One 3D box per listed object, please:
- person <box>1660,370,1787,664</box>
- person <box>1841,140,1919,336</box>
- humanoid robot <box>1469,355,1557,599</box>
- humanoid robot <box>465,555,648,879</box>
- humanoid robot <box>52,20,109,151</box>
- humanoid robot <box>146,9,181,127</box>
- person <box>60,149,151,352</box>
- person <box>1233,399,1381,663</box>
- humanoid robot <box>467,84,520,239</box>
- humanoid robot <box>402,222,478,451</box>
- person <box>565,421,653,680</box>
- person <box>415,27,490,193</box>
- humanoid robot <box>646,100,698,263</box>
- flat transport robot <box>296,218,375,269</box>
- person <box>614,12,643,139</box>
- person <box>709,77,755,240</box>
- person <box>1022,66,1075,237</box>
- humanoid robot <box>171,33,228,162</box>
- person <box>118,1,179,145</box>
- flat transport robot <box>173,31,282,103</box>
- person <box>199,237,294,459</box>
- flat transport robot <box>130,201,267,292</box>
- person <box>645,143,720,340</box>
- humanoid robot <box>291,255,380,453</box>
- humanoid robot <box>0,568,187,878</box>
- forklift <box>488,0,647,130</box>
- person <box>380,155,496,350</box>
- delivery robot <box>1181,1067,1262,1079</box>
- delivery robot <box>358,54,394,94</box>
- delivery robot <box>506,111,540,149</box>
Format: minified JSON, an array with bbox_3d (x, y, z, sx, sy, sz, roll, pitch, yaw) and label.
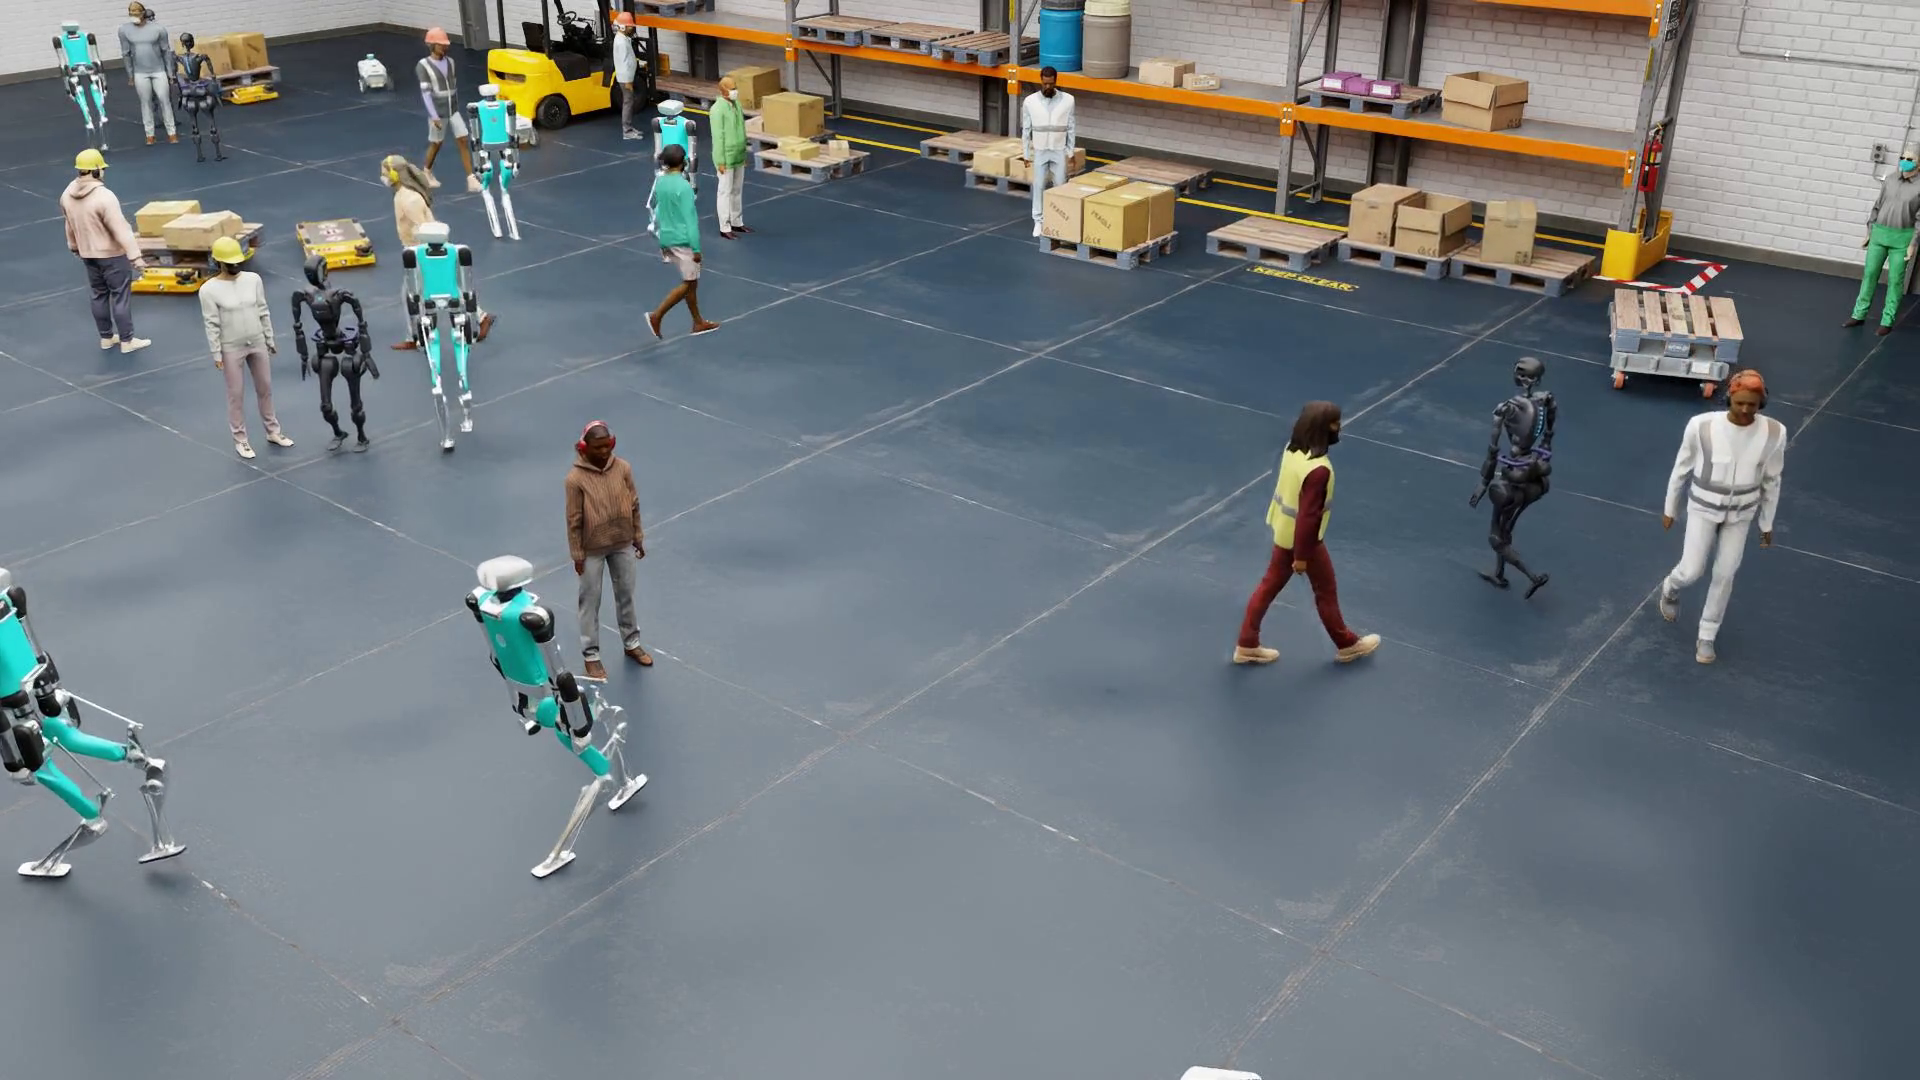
[{"bbox_3d":[4.605,-0.185,10.116,0.603,1.866,0.522,5,26,10],"label":"person"},{"bbox_3d":[8.790,-2.854,15.677,0.340,1.839,0.510,-18,31,-32],"label":"person"},{"bbox_3d":[3.673,-0.397,10.784,0.593,1.625,0.552,-13,29,-24],"label":"humanoid robot"},{"bbox_3d":[-1.874,0.764,8.362,0.566,1.756,1.018,18,31,33],"label":"humanoid robot"},{"bbox_3d":[-11.783,-6.064,22.438,0.556,1.789,0.747,-14,29,-26],"label":"humanoid robot"},{"bbox_3d":[-11.643,-6.845,24.115,0.357,1.649,0.590,5,26,10],"label":"humanoid robot"},{"bbox_3d":[-7.821,-2.620,15.178,0.817,1.854,0.434,10,27,19],"label":"person"},{"bbox_3d":[2.111,-0.033,9.967,0.918,1.716,0.492,-4,26,-7],"label":"person"},{"bbox_3d":[-5.220,-4.224,18.636,0.539,1.810,0.688,-12,28,-23],"label":"humanoid robot"},{"bbox_3d":[-4.056,-1.556,13.129,0.545,1.794,0.876,-7,27,-14],"label":"humanoid robot"},{"bbox_3d":[-2.107,0.045,9.897,0.460,1.645,0.315,-17,31,-31],"label":"person"},{"bbox_3d":[-6.407,-5.324,20.618,1.009,1.990,0.603,18,31,32],"label":"person"},{"bbox_3d":[-3.076,-3.700,17.391,0.533,1.677,0.735,12,28,23],"label":"humanoid robot"},{"bbox_3d":[-6.908,-3.280,18.363,0.659,0.231,1.431,-12,28,-23],"label":"flat transport robot"},{"bbox_3d":[-4.676,-6.538,23.417,0.345,1.740,0.572,-5,26,-10],"label":"person"},{"bbox_3d":[-2.586,-4.307,18.748,0.384,1.782,0.548,12,28,23],"label":"person"},{"bbox_3d":[0.995,-4.381,18.766,0.596,1.907,0.410,-1,26,-2],"label":"person"},{"bbox_3d":[-10.162,-5.902,22.157,0.599,1.657,0.315,-2,26,-4],"label":"humanoid robot"},{"bbox_3d":[-11.218,-6.467,23.051,0.627,1.934,0.376,-9,27,-19],"label":"person"},{"bbox_3d":[-11.512,-7.118,26.311,1.431,0.231,0.659,18,31,33],"label":"flat transport robot"},{"bbox_3d":[-5.586,-1.506,12.977,0.333,1.760,0.526,19,32,34],"label":"person"},{"bbox_3d":[-8.120,-2.920,17.617,0.659,0.231,1.431,2,26,4],"label":"flat transport robot"},{"bbox_3d":[-2.644,-2.760,15.496,0.724,1.826,0.517,-20,32,-36],"label":"person"},{"bbox_3d":[-4.844,-1.442,12.953,0.613,1.637,0.407,-1,26,-1],"label":"humanoid robot"},{"bbox_3d":[-4.205,0.945,7.997,1.032,1.760,0.532,1,26,1],"label":"humanoid robot"},{"bbox_3d":[-5.874,-7.334,24.552,1.214,2.155,2.313,19,32,34],"label":"forklift"},{"bbox_3d":[-4.847,-2.648,15.290,0.914,1.819,0.563,-5,26,-11],"label":"person"},{"bbox_3d":[0.981,2.367,6.324,0.520,0.582,0.732,4,26,8],"label":"delivery robot"},{"bbox_3d":[-9.461,-7.518,26.801,0.499,0.585,0.765,-12,28,-24],"label":"delivery robot"},{"bbox_3d":[-6.216,-5.698,23.060,0.499,0.610,0.804,-23,34,-39],"label":"delivery robot"}]
